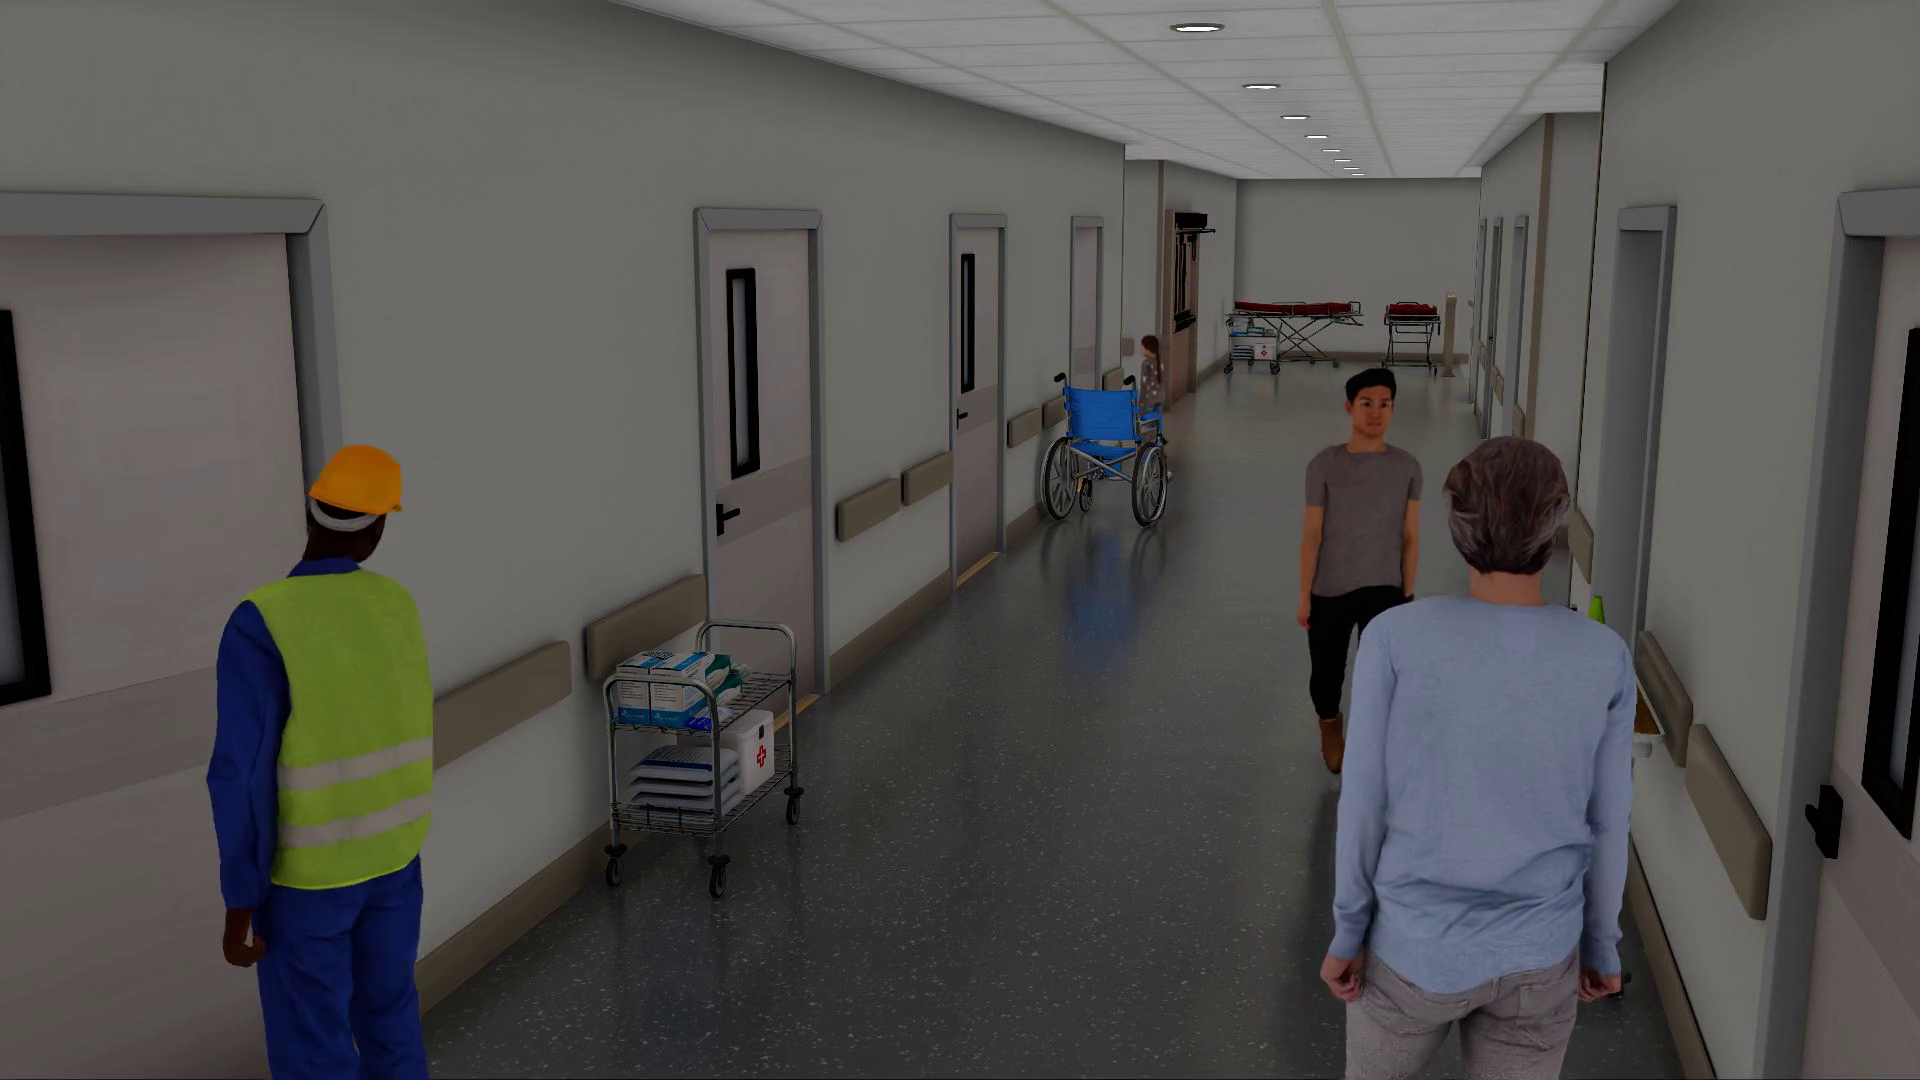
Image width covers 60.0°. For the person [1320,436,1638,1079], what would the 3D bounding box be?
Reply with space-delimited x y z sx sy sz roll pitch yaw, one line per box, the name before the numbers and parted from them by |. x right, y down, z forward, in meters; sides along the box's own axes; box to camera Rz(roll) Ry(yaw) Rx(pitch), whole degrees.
person | 0.899 0.774 2.909 0.693 1.877 0.630 2 11 12

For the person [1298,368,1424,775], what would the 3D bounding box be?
person | 1.533 0.193 6.462 0.631 1.694 1.056 2 11 11

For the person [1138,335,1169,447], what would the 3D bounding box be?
person | 1.907 -1.389 16.162 0.666 1.185 0.718 -8 13 -35

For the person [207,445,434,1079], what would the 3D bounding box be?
person | -1.344 0.712 3.507 0.927 1.774 0.575 3 11 15
